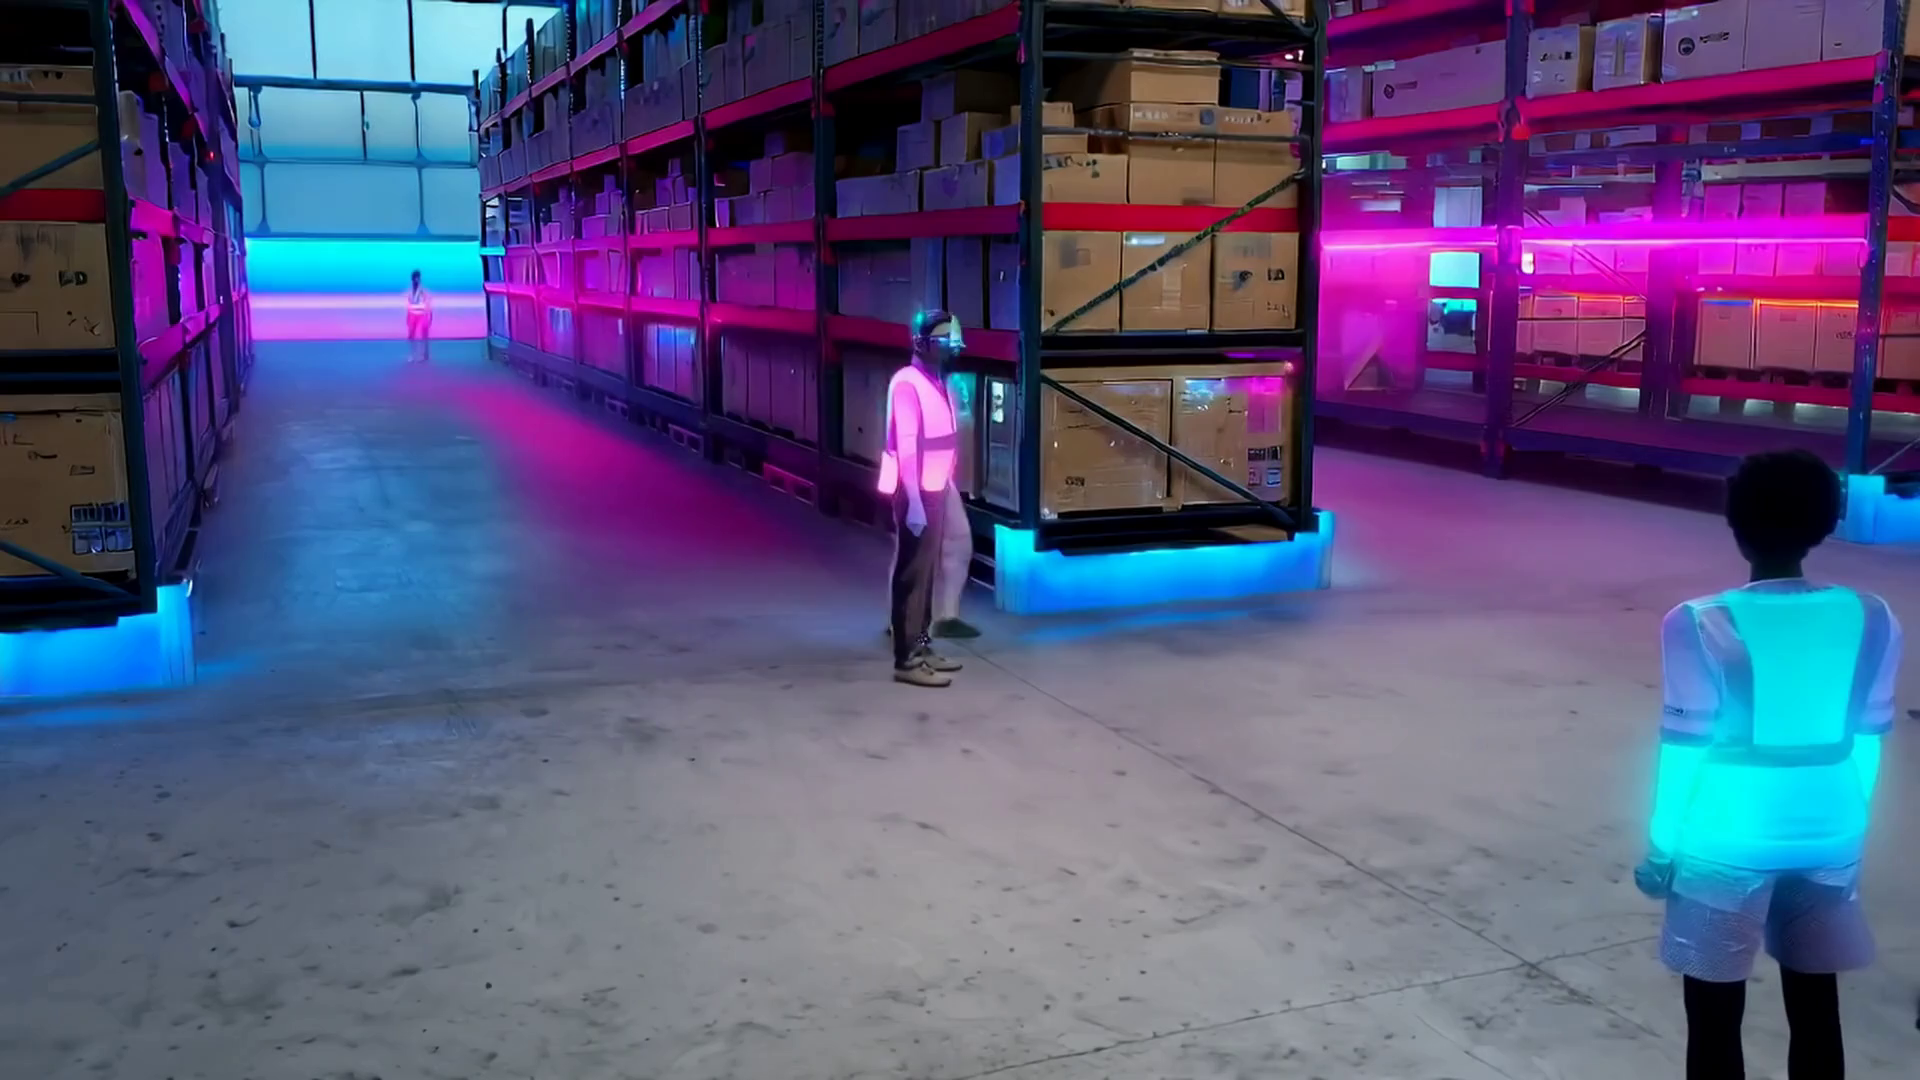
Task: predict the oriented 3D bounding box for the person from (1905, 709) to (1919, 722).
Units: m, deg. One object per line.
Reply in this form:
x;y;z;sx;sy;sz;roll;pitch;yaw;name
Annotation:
4.561;-0.098;7.401;0.642;1.900;0.400;-5;11;-27;person

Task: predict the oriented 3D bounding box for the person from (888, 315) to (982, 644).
-0.116;-0.308;8.944;0.656;1.792;0.643;4;10;23;person

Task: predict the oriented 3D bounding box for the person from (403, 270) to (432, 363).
-11.196;-4.595;34.250;0.632;1.912;0.880;2;10;10;person

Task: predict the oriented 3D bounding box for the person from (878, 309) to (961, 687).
-0.195;-0.217;8.250;0.394;1.847;0.563;2;10;13;person

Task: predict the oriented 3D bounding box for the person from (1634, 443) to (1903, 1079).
1.704;0.643;3.546;0.529;1.697;0.321;-1;10;-7;person
